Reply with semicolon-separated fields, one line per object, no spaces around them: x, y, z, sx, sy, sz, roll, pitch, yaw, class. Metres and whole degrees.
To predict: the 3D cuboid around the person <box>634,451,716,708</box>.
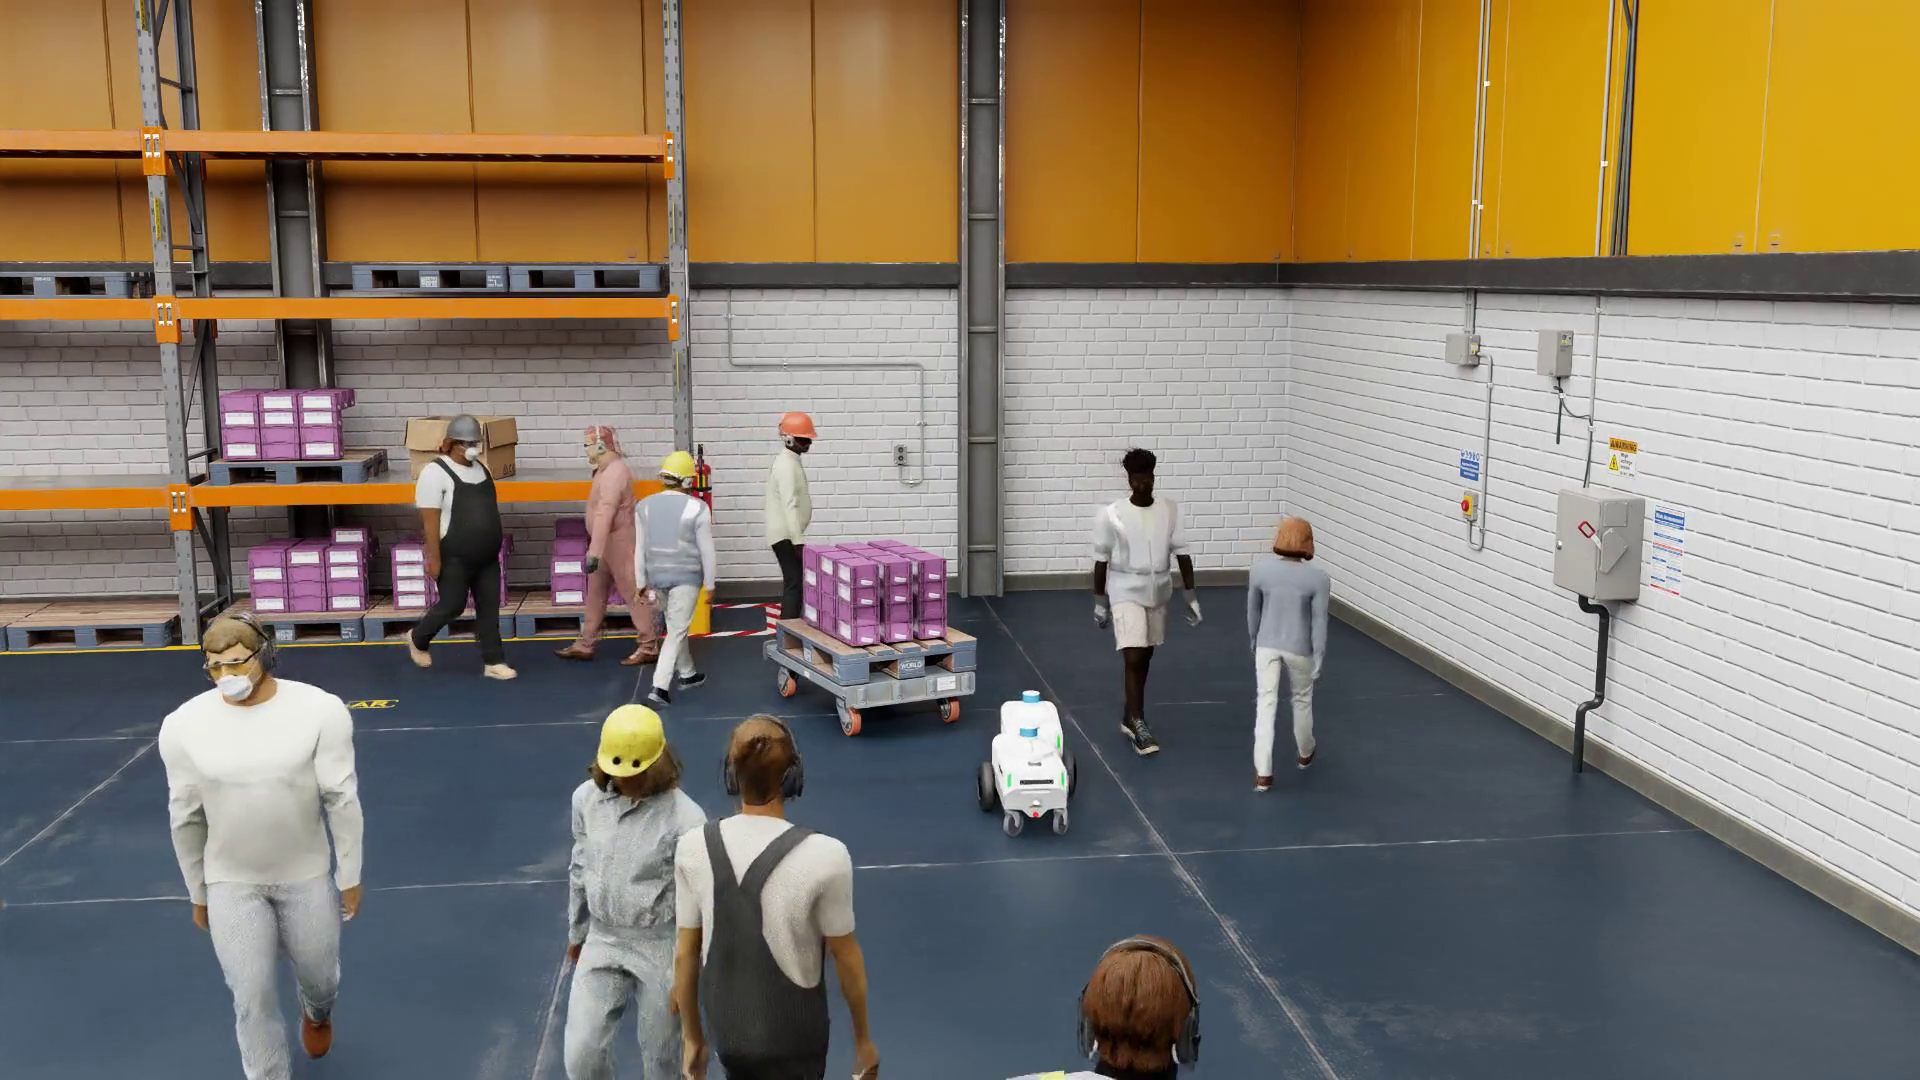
-2.029;0.262;11.795;0.590;1.785;0.932;4;10;21;person

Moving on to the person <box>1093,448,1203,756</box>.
1.210;0.385;10.547;0.640;1.923;0.891;-3;10;-19;person

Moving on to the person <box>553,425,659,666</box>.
-2.765;0.056;12.798;0.904;1.862;0.672;-3;9;-16;person

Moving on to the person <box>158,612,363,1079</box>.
-2.426;1.156;5.870;0.636;1.914;0.784;-3;9;-16;person

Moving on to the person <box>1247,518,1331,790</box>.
1.947;0.657;9.931;0.507;1.582;0.851;3;10;20;person

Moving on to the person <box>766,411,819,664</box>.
-1.302;-0.030;13.021;0.437;1.973;0.650;0;9;-1;person

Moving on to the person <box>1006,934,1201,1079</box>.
0.279;1.651;3.030;0.655;1.817;0.588;3;9;16;person

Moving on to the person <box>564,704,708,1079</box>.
-1.059;1.332;5.329;0.557;1.698;0.522;3;10;19;person

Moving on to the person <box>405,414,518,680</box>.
-3.755;0.035;12.401;0.814;2.000;0.702;5;11;31;person

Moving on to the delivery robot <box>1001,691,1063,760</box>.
0.420;1.138;9.852;0.477;0.478;0.707;0;9;0;delivery robot

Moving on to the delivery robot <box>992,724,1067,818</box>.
0.376;1.253;9.131;0.477;0.478;0.707;-1;9;-5;delivery robot

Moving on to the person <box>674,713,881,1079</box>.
-0.509;1.385;4.650;0.530;1.825;0.480;4;10;22;person
